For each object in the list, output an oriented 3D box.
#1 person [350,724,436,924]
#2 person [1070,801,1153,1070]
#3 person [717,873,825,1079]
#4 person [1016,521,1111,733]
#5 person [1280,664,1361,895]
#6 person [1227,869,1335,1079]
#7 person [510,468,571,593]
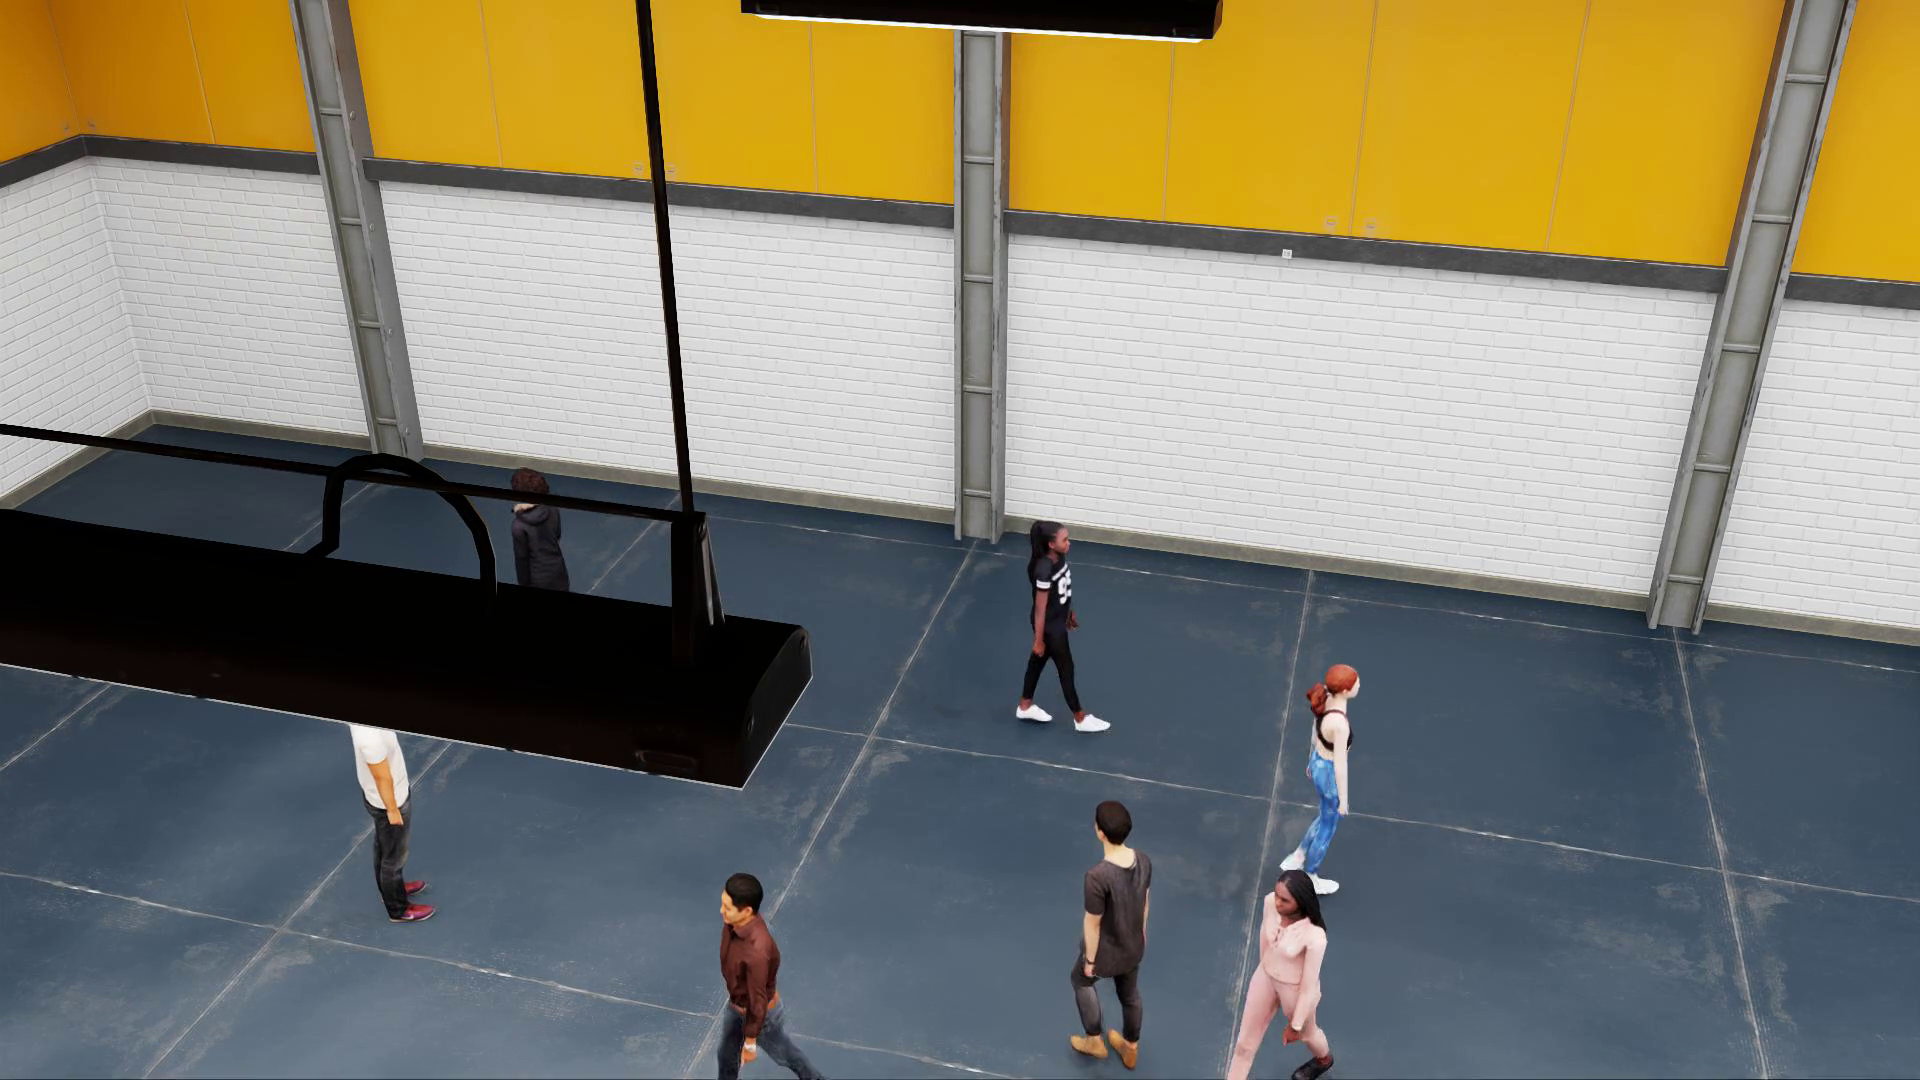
[{"bbox_3d":[-3.620,1.588,10.427,0.756,1.801,0.715,-13,31,-22],"label":"person"},{"bbox_3d":[0.883,2.267,9.287,0.778,1.691,0.835,-17,33,-28],"label":"person"},{"bbox_3d":[-1.000,2.484,8.845,1.208,1.733,1.132,-14,32,-24],"label":"person"},{"bbox_3d":[0.581,0.628,12.274,0.943,1.708,0.623,7,29,13],"label":"person"},{"bbox_3d":[2.243,1.545,10.534,0.772,1.775,0.705,-3,29,-6],"label":"person"},{"bbox_3d":[1.840,2.442,8.994,1.197,1.665,1.196,-17,33,-29],"label":"person"},{"bbox_3d":[-3.183,0.272,12.868,0.991,1.764,0.847,22,36,35],"label":"person"}]
